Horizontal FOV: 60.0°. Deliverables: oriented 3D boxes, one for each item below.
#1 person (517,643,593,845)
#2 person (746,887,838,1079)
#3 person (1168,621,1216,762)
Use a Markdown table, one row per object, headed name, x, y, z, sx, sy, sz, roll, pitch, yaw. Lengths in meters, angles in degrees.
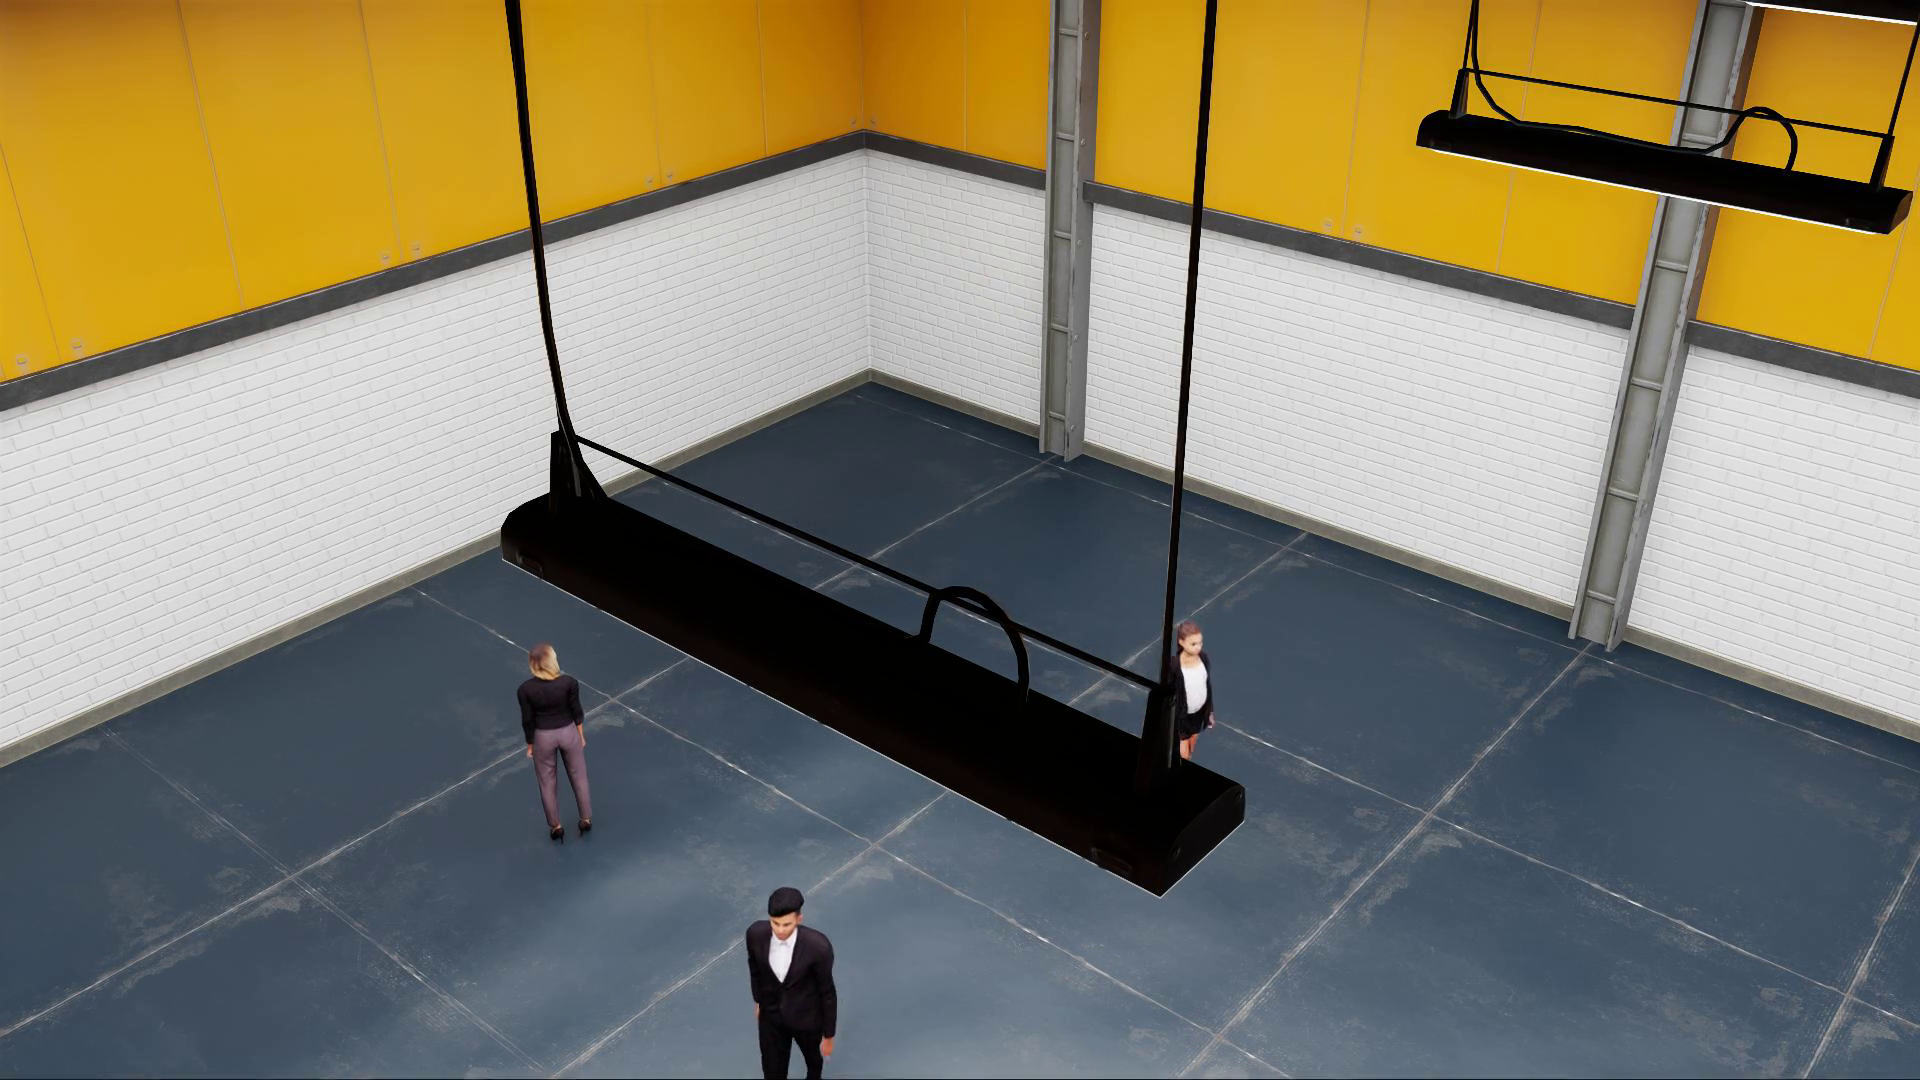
| name | x | y | z | sx | sy | sz | roll | pitch | yaw |
| --- | --- | --- | --- | --- | --- | --- | --- | --- | --- |
| person | -2.932 | 1.486 | 12.083 | 0.678 | 1.668 | 0.692 | -9 | 30 | -17 |
| person | -0.935 | 2.690 | 9.689 | 1.136 | 1.846 | 1.065 | 8 | 30 | 13 |
| person | 1.677 | 1.259 | 12.629 | 0.638 | 1.543 | 0.676 | -14 | 31 | -23 |
